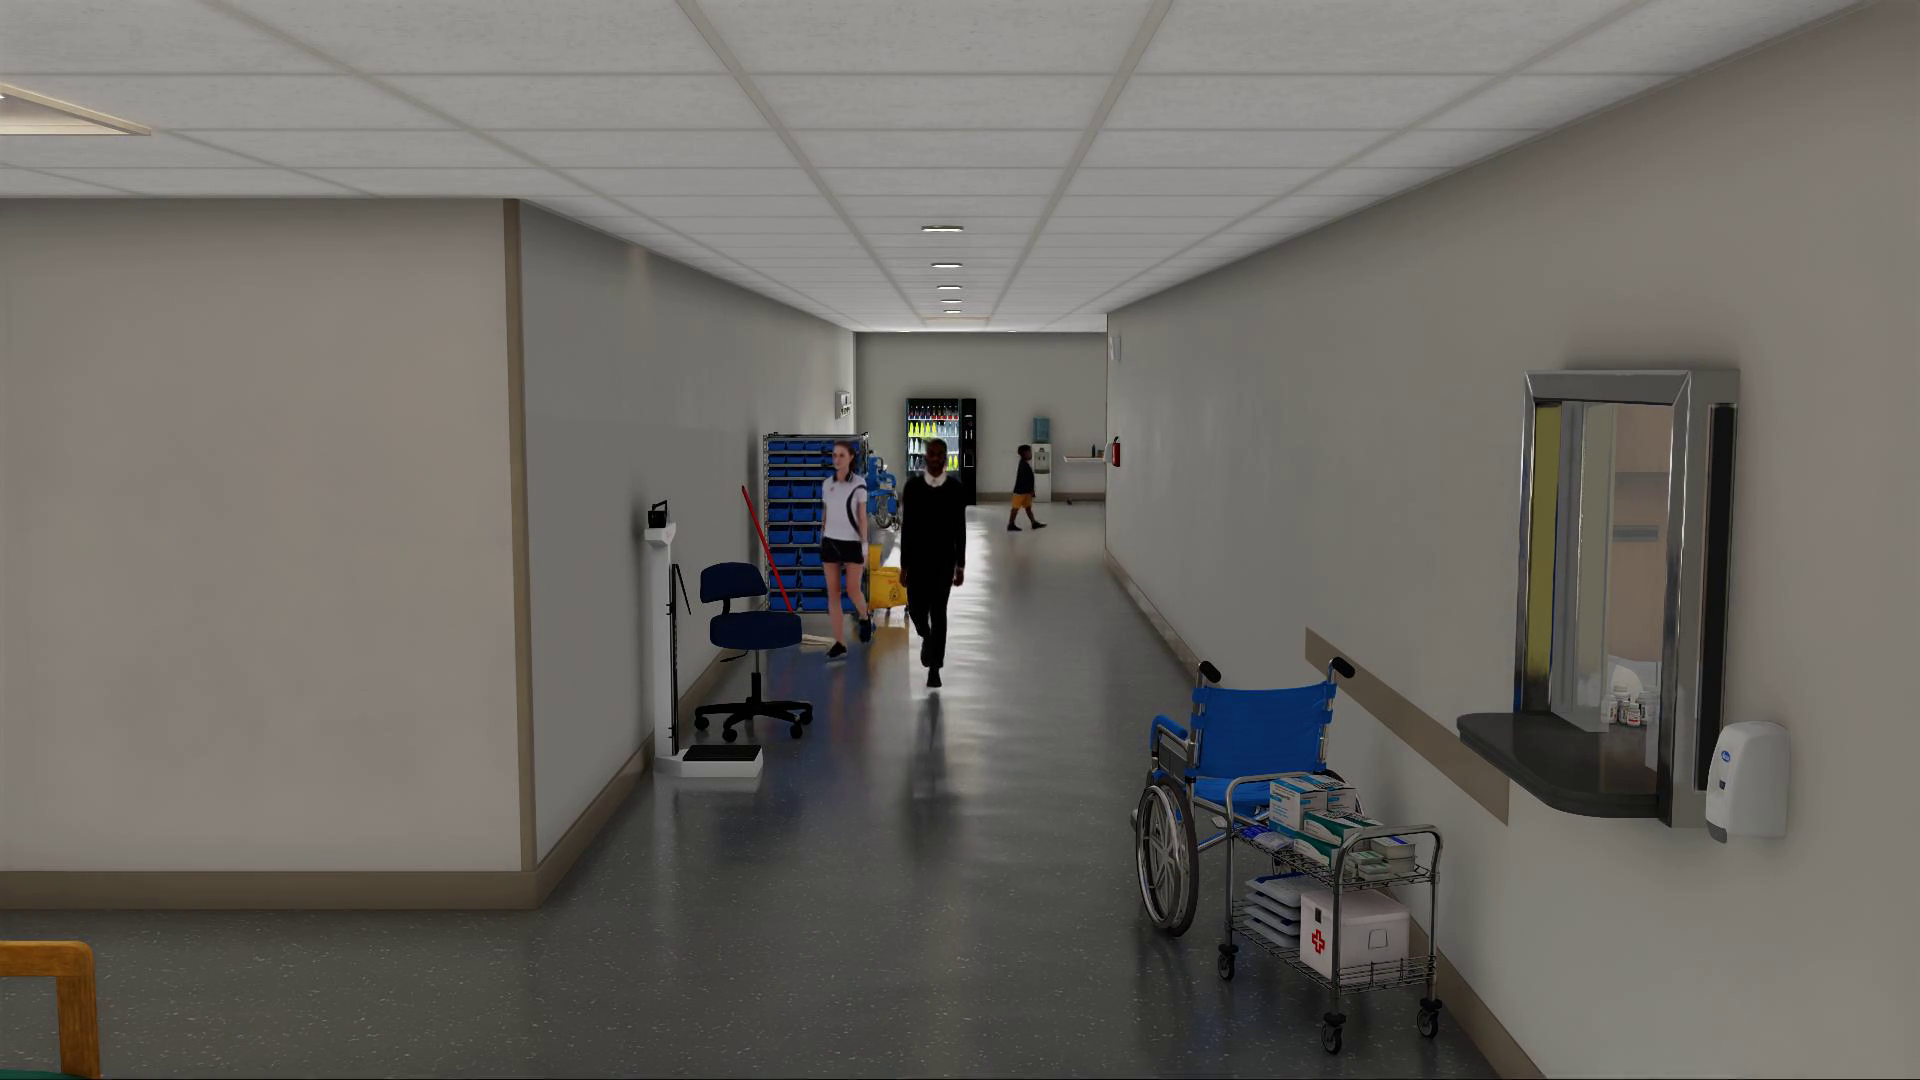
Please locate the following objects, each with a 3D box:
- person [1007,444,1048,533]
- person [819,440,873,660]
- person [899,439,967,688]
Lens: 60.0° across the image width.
[{"bbox_3d":[0.817,-0.723,23.692,0.783,1.246,0.519,0,6,1],"label":"person"},{"bbox_3d":[-0.884,0.076,13.299,0.827,1.736,0.793,2,6,22],"label":"person"},{"bbox_3d":[-0.208,0.158,12.223,0.864,1.787,0.698,0,6,1],"label":"person"}]
